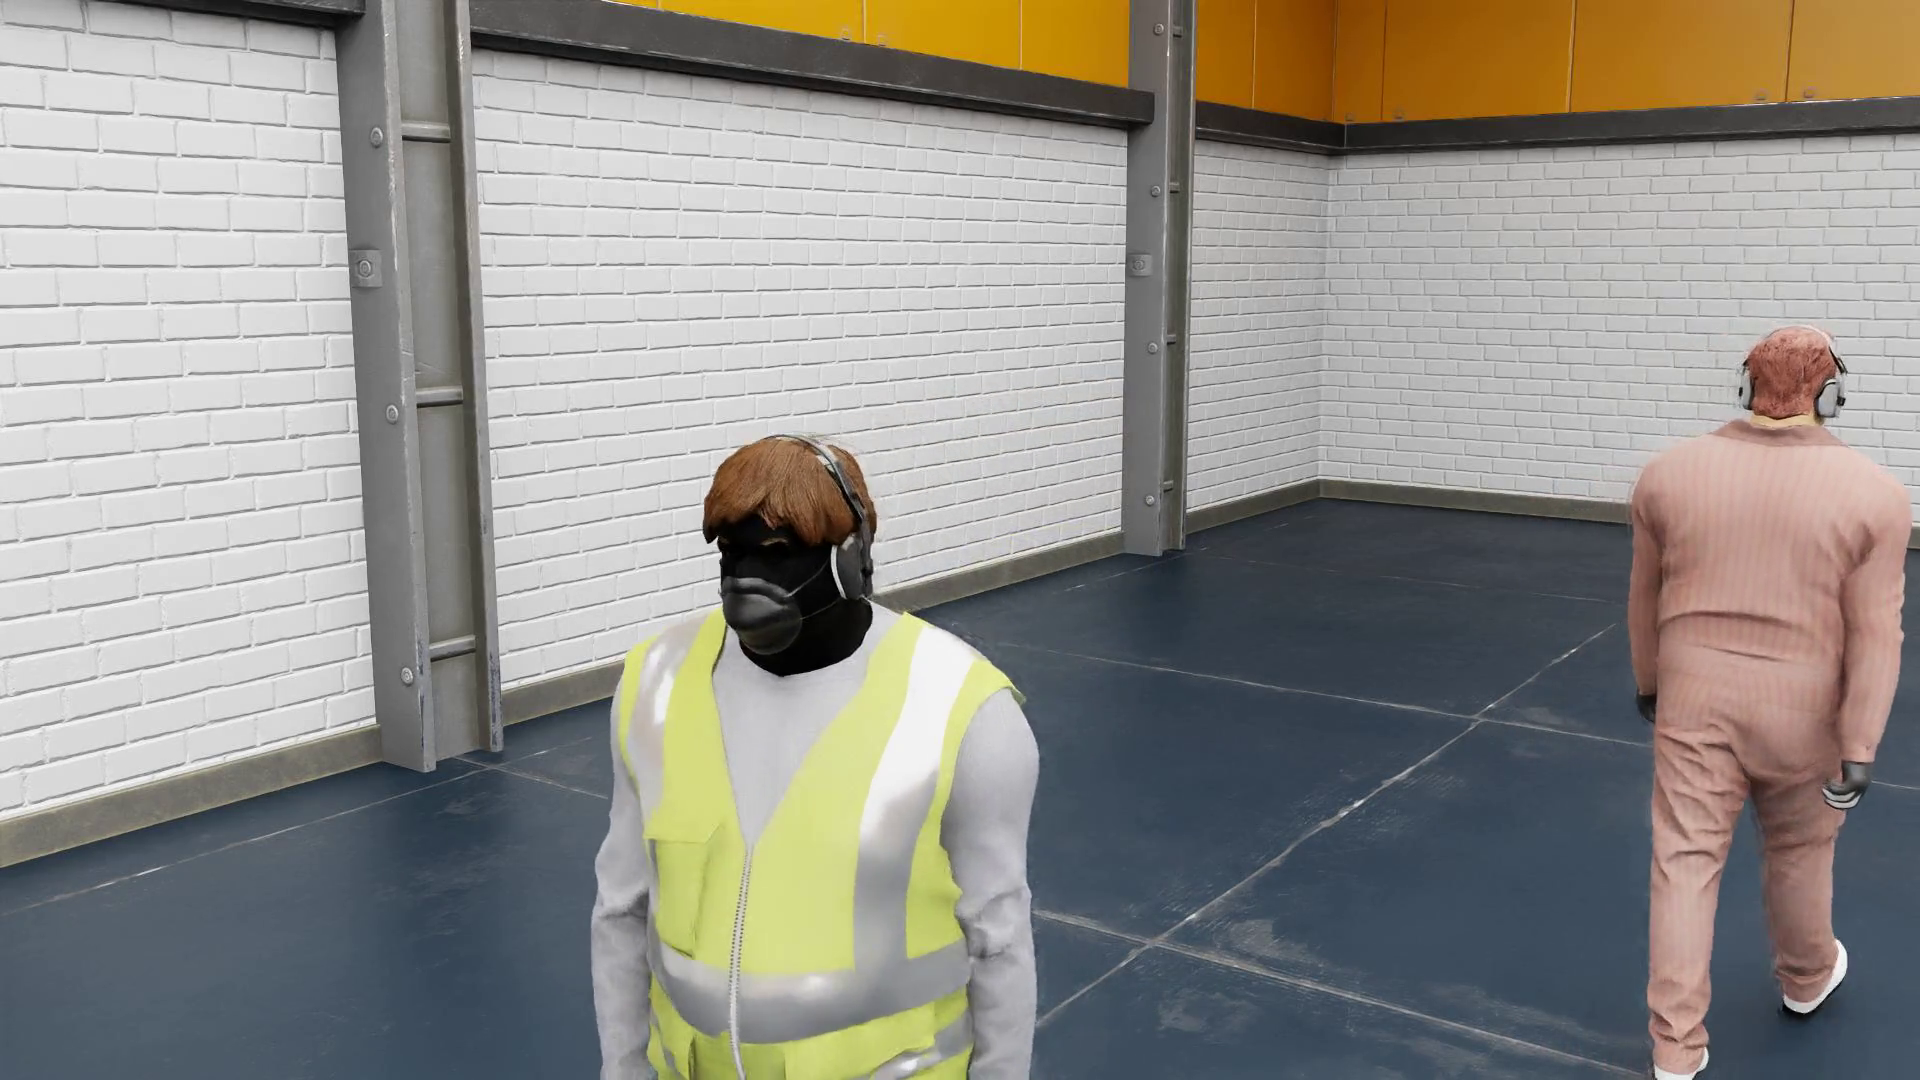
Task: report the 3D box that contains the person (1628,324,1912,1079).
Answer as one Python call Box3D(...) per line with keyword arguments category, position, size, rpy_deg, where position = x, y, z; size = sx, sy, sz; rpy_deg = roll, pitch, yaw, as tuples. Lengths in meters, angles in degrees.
Box3D(category="person", position=(2.016, 0.396, 4.195), size=(0.659, 1.857, 0.970), rpy_deg=(7, 12, 38))

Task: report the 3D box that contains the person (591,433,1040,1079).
Box3D(category="person", position=(-0.191, 0.732, 2.400), size=(0.634, 1.812, 0.889), rpy_deg=(4, 10, 21))
